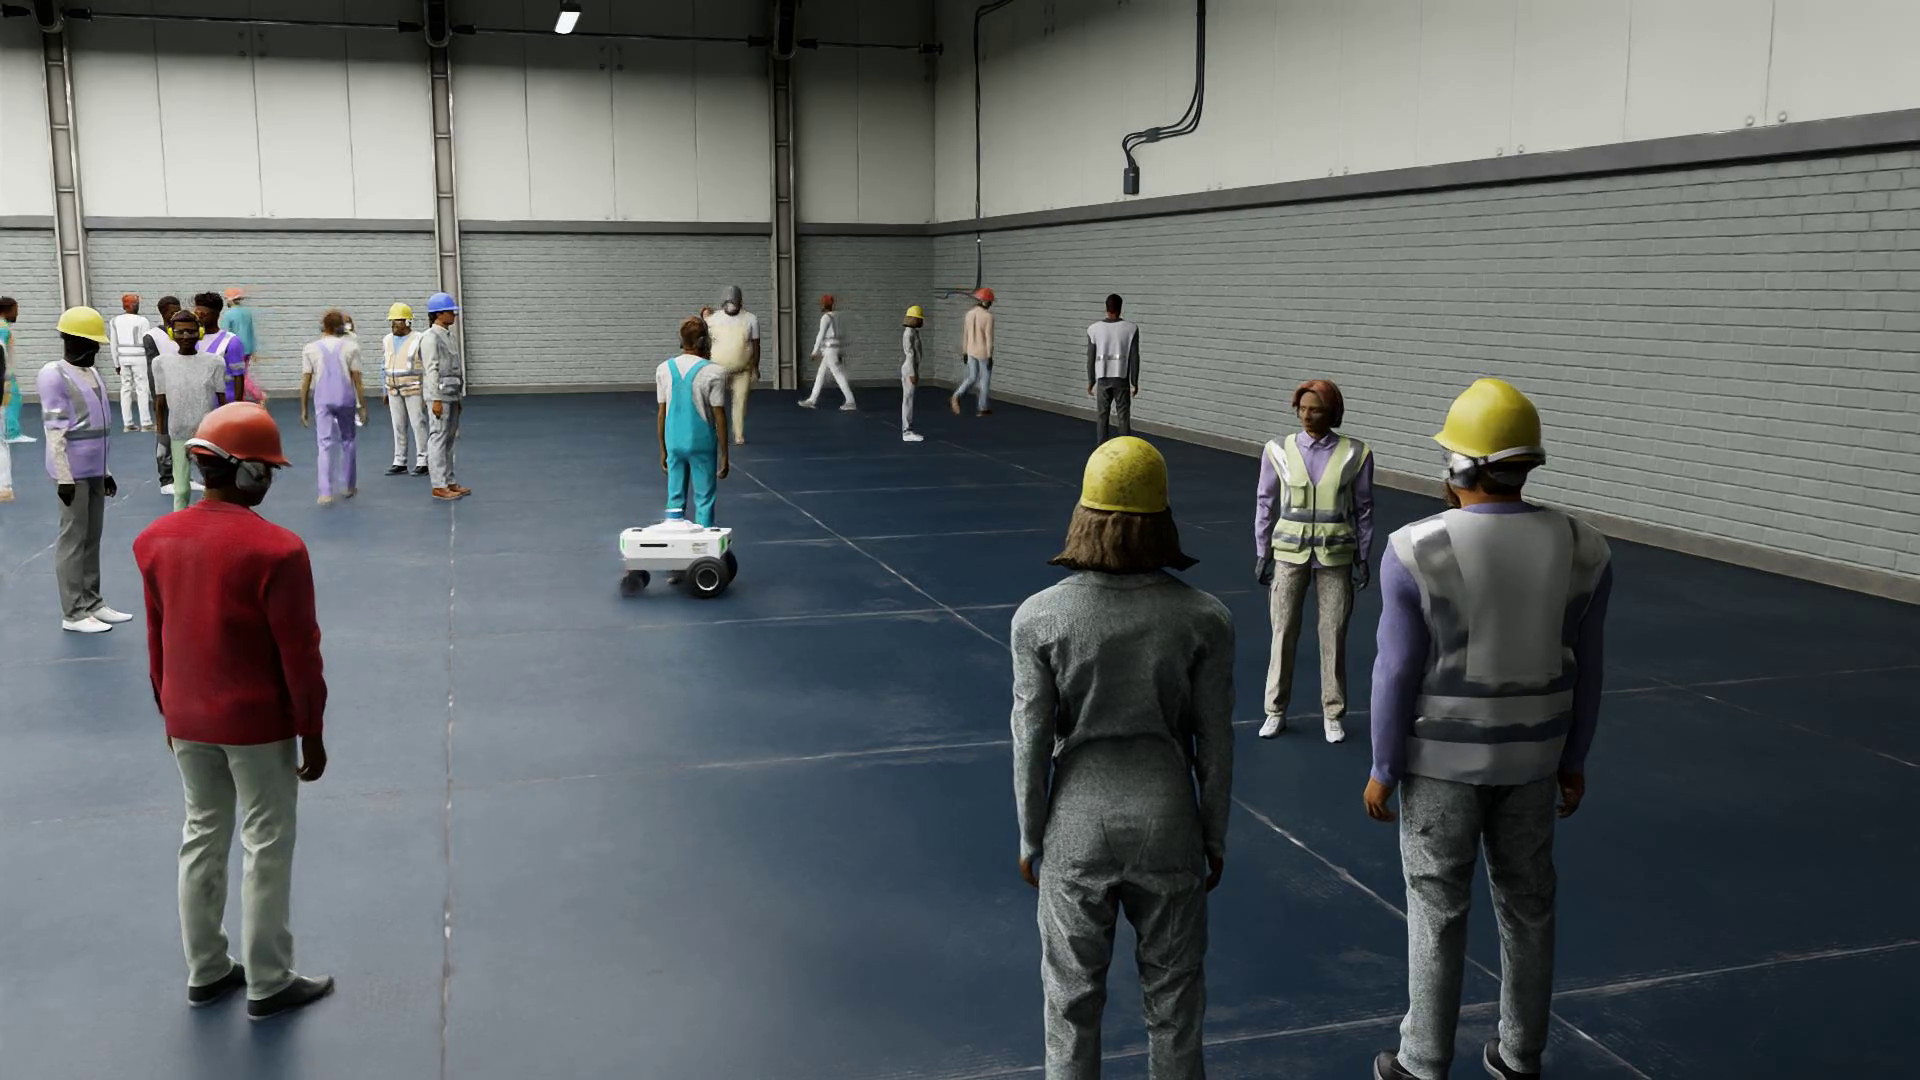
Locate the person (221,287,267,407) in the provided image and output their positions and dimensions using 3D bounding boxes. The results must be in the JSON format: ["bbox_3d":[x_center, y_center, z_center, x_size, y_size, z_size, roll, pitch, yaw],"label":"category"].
[{"bbox_3d":[-11.091,-2.925,25.705,0.758,1.971,0.614,2,9,12],"label":"person"}]

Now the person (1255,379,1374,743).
[{"bbox_3d":[1.586,0.097,7.472,0.523,1.636,0.310,2,9,15],"label":"person"}]

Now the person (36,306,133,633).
[{"bbox_3d":[-5.187,-0.417,9.861,0.382,1.918,0.585,-1,9,-4],"label":"person"}]

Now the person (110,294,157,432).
[{"bbox_3d":[-11.239,-2.401,22.626,0.577,1.882,0.349,2,9,9],"label":"person"}]

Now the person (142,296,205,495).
[{"bbox_3d":[-7.640,-1.404,16.157,0.388,1.919,0.593,2,9,14],"label":"person"}]

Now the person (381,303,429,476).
[{"bbox_3d":[-5.859,-1.583,17.571,0.600,1.829,0.404,3,9,18],"label":"person"}]

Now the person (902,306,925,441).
[{"bbox_3d":[-0.600,-2.151,21.502,0.311,1.736,0.483,0,9,1],"label":"person"}]

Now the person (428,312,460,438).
[{"bbox_3d":[-6.722,-2.142,21.613,0.327,1.690,0.535,1,9,8],"label":"person"}]

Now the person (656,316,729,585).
[{"bbox_3d":[-1.801,-0.593,11.258,0.518,1.835,0.352,3,9,16],"label":"person"}]

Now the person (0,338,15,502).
[{"bbox_3d":[-9.113,-1.271,15.556,0.429,1.842,0.633,-8,12,-40],"label":"person"}]

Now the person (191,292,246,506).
[{"bbox_3d":[-6.650,-1.223,14.845,0.607,1.966,0.367,3,9,18],"label":"person"}]

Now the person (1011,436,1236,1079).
[{"bbox_3d":[0.353,0.643,3.651,0.486,1.744,0.294,0,9,1],"label":"person"}]

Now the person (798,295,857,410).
[{"bbox_3d":[-2.092,-2.984,26.547,1.010,1.831,0.571,1,9,9],"label":"person"}]

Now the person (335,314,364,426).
[{"bbox_3d":[-8.795,-2.432,23.730,0.721,1.597,0.503,5,10,28],"label":"person"}]

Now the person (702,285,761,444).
[{"bbox_3d":[-2.882,-2.210,20.907,0.759,2.000,0.597,0,9,-3],"label":"person"}]

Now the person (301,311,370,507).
[{"bbox_3d":[-5.834,-1.239,15.528,0.608,1.776,0.965,-2,9,-15],"label":"person"}]

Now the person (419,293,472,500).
[{"bbox_3d":[-4.889,-1.357,15.751,0.380,1.951,0.607,0,9,1],"label":"person"}]

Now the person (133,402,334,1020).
[{"bbox_3d":[-2.019,0.481,4.703,0.574,1.739,0.355,3,9,19],"label":"person"}]

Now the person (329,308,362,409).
[{"bbox_3d":[-9.847,-2.886,26.566,0.574,1.624,0.349,-8,12,-42],"label":"person"}]

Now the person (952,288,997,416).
[{"bbox_3d":[0.252,-2.815,25.046,0.641,1.952,0.767,8,12,43],"label":"person"}]

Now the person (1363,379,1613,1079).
[{"bbox_3d":[1.287,0.520,4.137,0.598,1.836,0.404,-1,9,-9],"label":"person"}]

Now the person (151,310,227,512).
[{"bbox_3d":[-5.536,-0.727,12.024,0.510,1.863,0.326,-4,10,-22],"label":"person"}]

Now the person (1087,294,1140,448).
[{"bbox_3d":[1.721,-1.801,18.700,0.589,1.916,0.398,2,9,14],"label":"person"}]

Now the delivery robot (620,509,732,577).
[{"bbox_3d":[-1.874,0.038,10.986,0.707,0.478,0.477,0,9,0],"label":"delivery robot"}]

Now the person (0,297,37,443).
[{"bbox_3d":[-12.236,-2.132,20.975,0.838,1.873,0.604,-8,12,-43],"label":"person"}]
